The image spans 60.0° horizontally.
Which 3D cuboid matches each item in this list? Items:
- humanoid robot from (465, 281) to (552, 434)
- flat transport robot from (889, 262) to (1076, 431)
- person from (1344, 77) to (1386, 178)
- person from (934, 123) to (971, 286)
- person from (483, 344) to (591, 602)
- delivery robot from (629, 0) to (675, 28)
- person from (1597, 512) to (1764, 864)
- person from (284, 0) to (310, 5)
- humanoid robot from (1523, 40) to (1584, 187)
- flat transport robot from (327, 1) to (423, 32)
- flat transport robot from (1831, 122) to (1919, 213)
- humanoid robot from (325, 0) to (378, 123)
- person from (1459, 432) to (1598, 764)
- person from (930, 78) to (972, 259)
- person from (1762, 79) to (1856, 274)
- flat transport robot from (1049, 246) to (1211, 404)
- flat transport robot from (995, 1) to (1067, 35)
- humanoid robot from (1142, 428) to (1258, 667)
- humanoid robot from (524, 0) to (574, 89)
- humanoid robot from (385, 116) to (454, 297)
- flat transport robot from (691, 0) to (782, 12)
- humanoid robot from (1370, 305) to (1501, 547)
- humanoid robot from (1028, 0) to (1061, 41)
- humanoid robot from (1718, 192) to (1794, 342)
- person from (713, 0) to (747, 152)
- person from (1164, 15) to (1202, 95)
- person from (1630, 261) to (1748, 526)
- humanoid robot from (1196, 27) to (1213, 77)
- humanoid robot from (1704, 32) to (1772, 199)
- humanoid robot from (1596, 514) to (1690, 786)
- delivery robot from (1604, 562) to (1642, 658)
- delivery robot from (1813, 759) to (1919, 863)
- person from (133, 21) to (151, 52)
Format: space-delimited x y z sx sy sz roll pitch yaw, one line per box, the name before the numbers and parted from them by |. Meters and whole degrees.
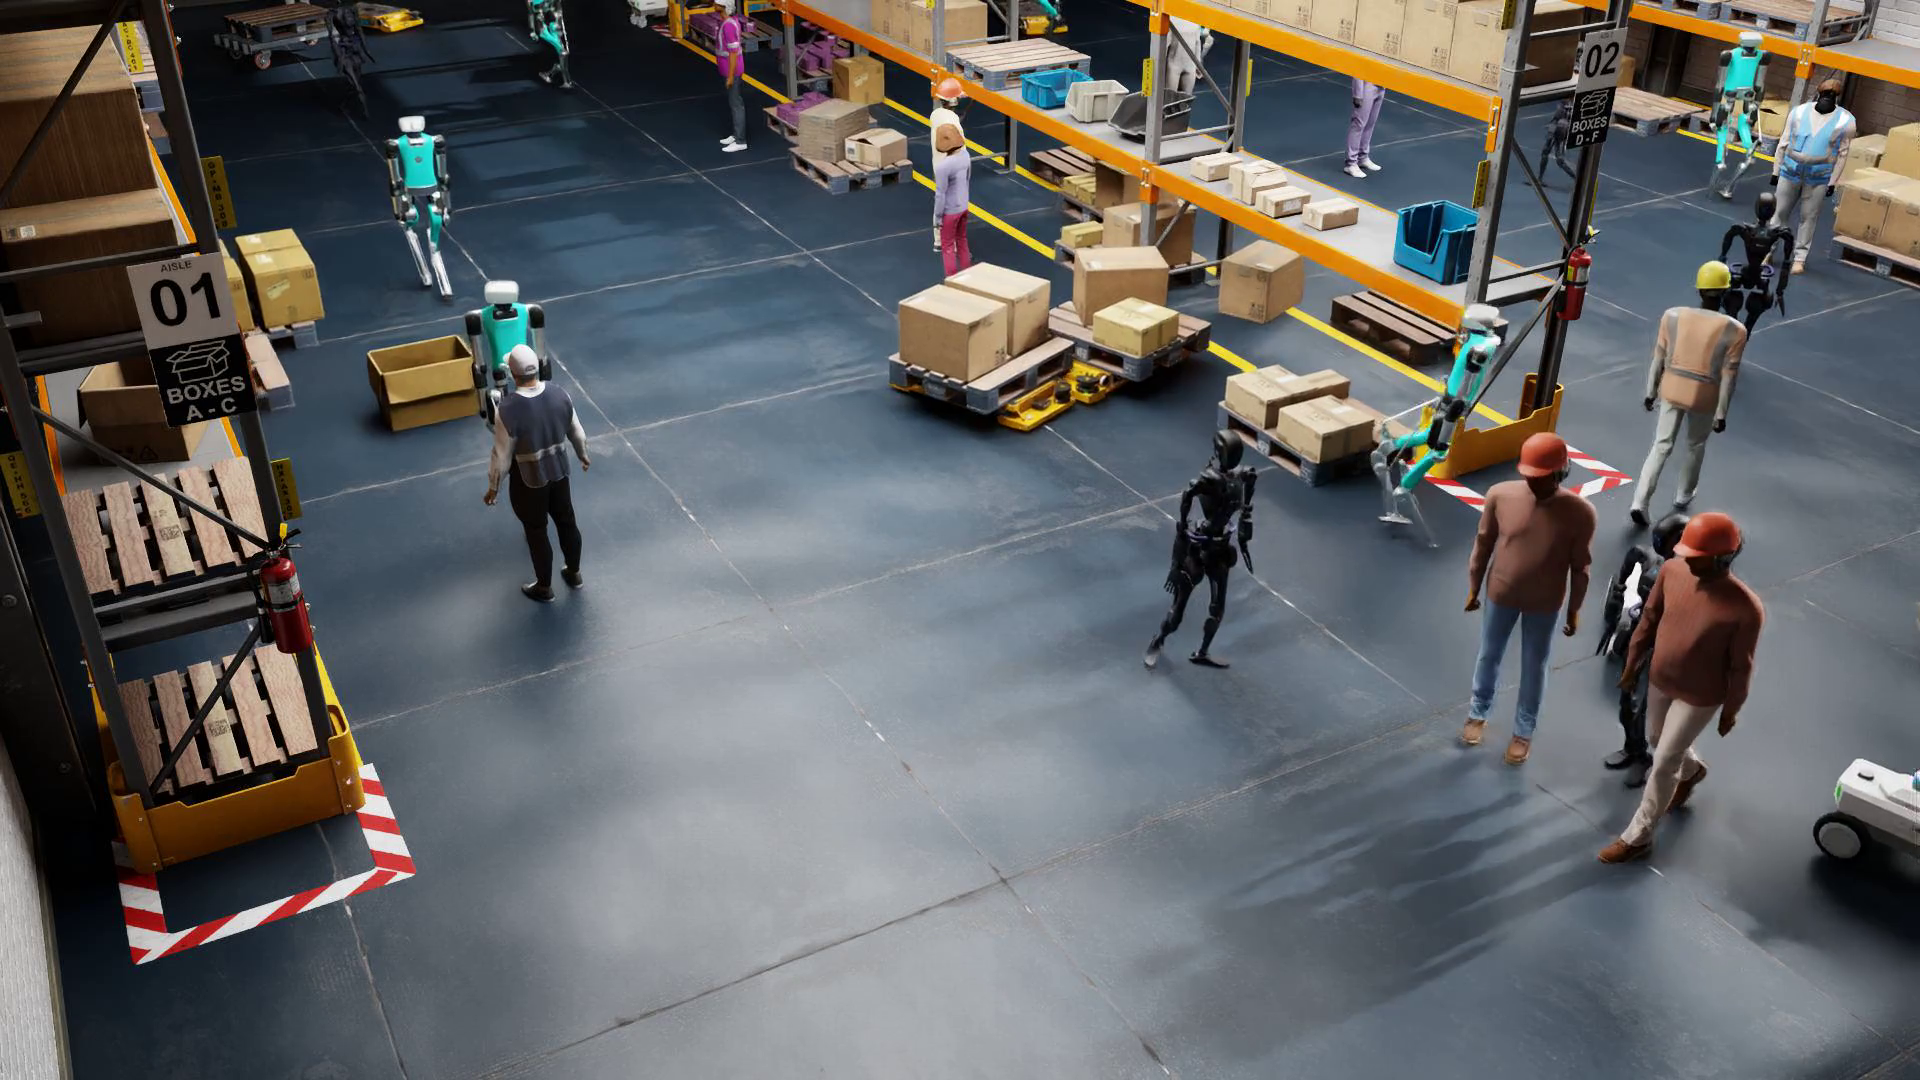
humanoid robot | -3.029 -0.860 11.454 0.537 1.737 1.027 -10 31 -17
flat transport robot | 0.177 -1.257 13.598 1.431 0.231 0.659 22 36 33
person | 4.576 -5.017 18.501 0.411 1.906 0.654 22 36 33
person | -0.075 -3.019 15.300 0.291 1.628 0.499 18 34 28
person | -2.691 -0.426 10.654 0.429 1.757 0.768 25 38 37
delivery robot | -4.625 -8.107 25.229 0.782 0.589 0.499 -18 35 -29
person | 3.732 0.710 8.497 0.853 1.970 0.621 -13 32 -22
person | -10.028 -8.659 24.918 0.430 1.838 0.627 16 34 26
humanoid robot | 6.593 -4.573 18.006 0.714 1.653 0.584 12 32 20
flat transport robot | -8.899 -7.925 25.206 1.431 0.231 0.659 16 34 26
flat transport robot | 9.875 -3.306 17.165 0.659 0.231 1.431 -16 33 -25
humanoid robot | -7.560 -6.002 20.495 0.738 1.655 0.603 14 33 22
person | 3.099 0.312 9.154 0.631 1.989 0.401 15 33 24
person | -0.081 -3.623 16.225 0.340 1.749 0.571 -12 32 -20
person | 8.067 -3.469 15.868 0.626 1.847 0.429 19 35 30
flat transport robot | 1.296 -1.535 14.082 0.659 0.231 1.431 25 38 36
flat transport robot | 1.068 -7.915 25.189 0.659 0.231 1.431 -9 31 -16
humanoid robot | 1.447 0.047 9.921 0.603 1.646 0.472 -17 34 -26
humanoid robot | -5.252 -6.638 21.516 1.043 1.743 0.548 25 38 36
humanoid robot | -4.947 -3.072 15.282 0.550 1.738 0.999 -13 32 -21
flat transport robot | -3.416 -8.360 25.963 1.431 0.231 0.659 -15 33 -24
humanoid robot | 3.098 -0.765 11.321 0.941 1.794 0.536 11 32 18
humanoid robot | 1.250 -7.729 23.435 0.758 1.819 0.537 18 34 28
humanoid robot | 6.493 -2.077 13.685 0.590 1.642 0.788 8 31 14
person | -2.677 -5.452 19.316 0.344 1.847 0.515 -4 30 -7
person | 2.570 -5.524 19.396 0.582 1.893 0.378 -13 32 -21
person | 5.048 -1.005 11.540 0.580 1.882 0.899 22 36 33
humanoid robot | 2.988 -6.844 21.863 1.034 1.729 0.559 6 30 11
humanoid robot | 8.286 -4.389 17.670 0.536 1.872 0.725 0 30 0
humanoid robot | 3.753 0.571 9.003 0.369 1.640 0.613 -18 34 -28
delivery robot | 4.311 0.402 10.431 0.499 0.603 0.807 14 33 23
delivery robot | 4.891 1.456 8.605 0.499 0.611 0.812 -26 39 -38
person | -10.741 -6.850 21.681 0.671 1.918 0.524 8 31 13
